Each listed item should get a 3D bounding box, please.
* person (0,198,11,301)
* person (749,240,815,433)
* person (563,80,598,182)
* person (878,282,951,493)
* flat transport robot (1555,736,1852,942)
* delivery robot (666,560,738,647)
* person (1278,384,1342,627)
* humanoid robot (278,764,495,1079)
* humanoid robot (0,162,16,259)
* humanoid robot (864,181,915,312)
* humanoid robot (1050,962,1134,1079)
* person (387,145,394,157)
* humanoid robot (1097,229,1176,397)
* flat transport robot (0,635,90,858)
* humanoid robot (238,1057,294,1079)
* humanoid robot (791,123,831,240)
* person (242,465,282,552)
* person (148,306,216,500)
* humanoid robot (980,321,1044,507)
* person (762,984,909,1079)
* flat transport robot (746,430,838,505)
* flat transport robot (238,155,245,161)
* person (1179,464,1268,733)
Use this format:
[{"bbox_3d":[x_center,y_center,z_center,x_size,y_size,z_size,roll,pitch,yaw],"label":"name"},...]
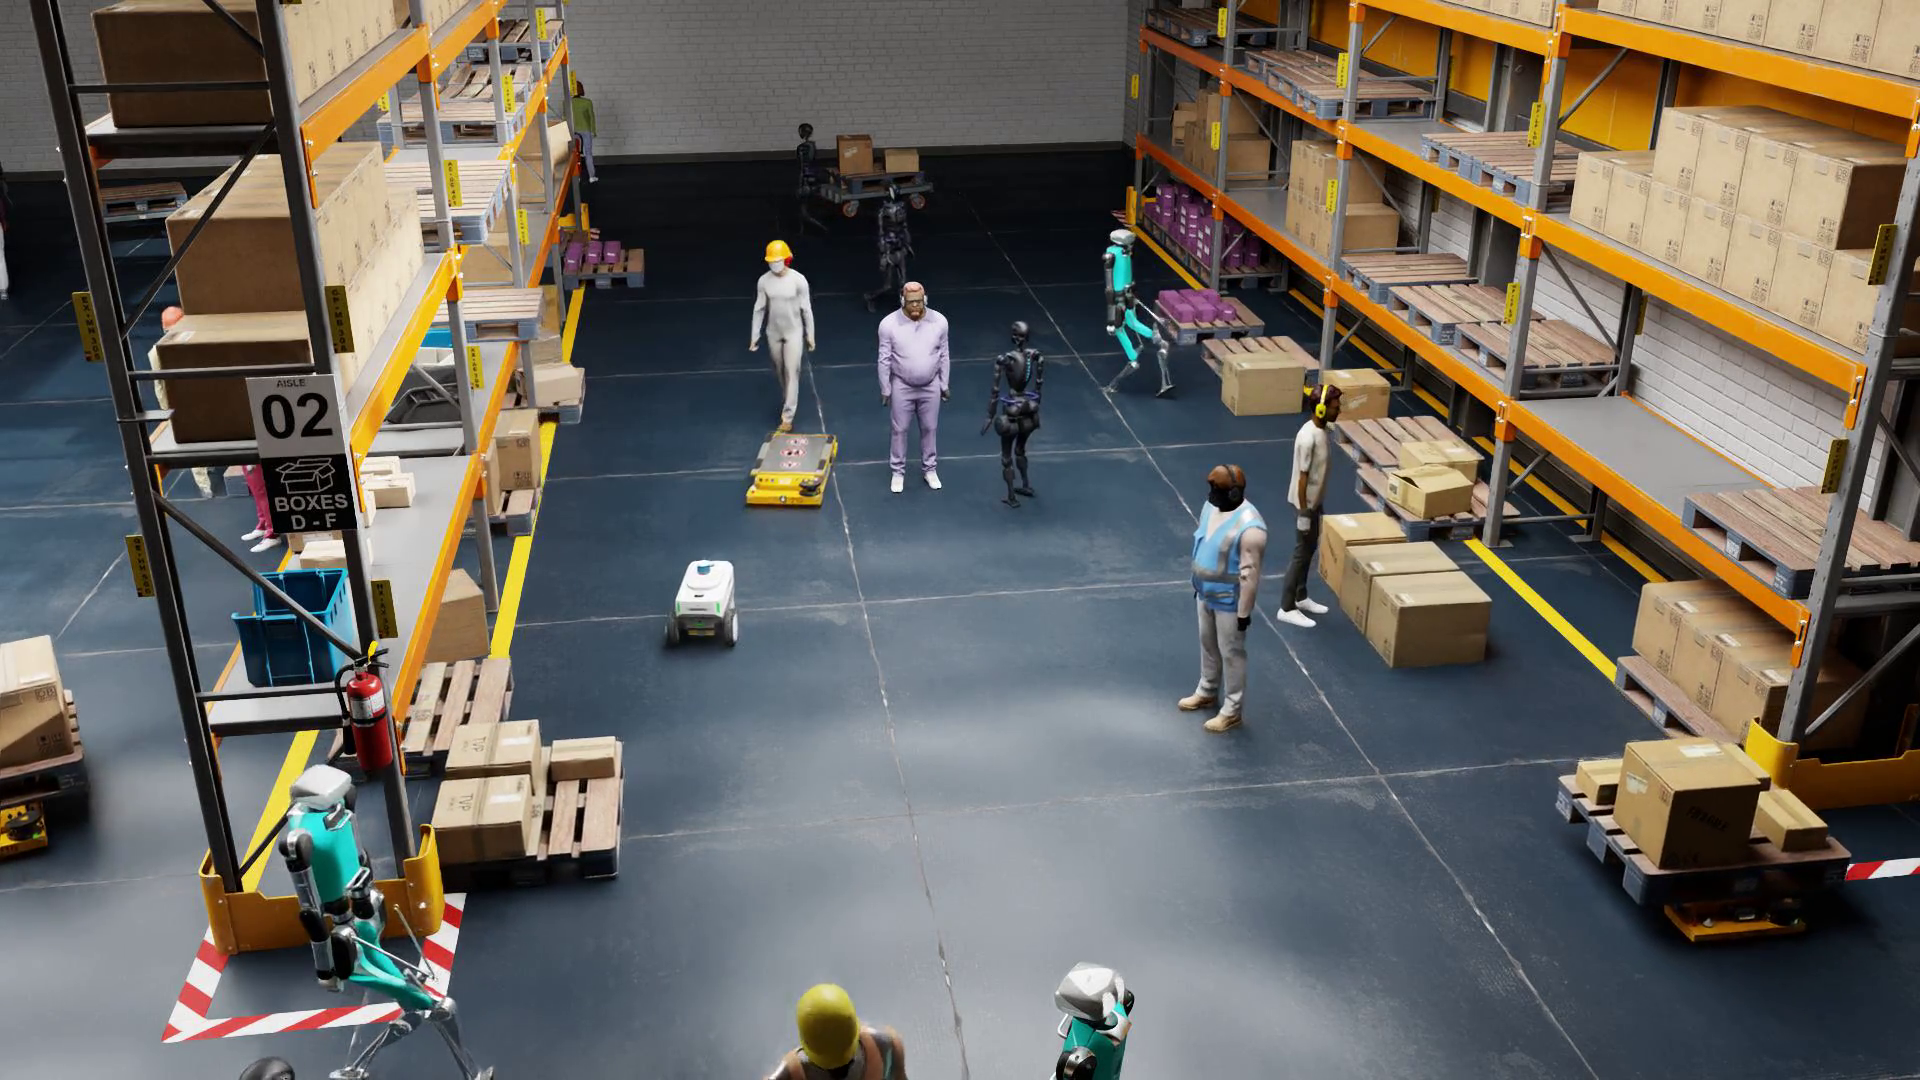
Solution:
[{"bbox_3d":[-12.108,-3.943,20.633,0.490,1.905,0.995,-11,26,-24],"label":"person"},{"bbox_3d":[-1.756,-1.990,16.231,0.604,1.862,0.798,7,25,15],"label":"person"},{"bbox_3d":[-6.192,-6.664,27.158,0.506,1.632,0.279,-1,24,-3],"label":"person"},{"bbox_3d":[-0.394,-1.350,14.719,0.654,1.905,0.411,-5,24,-12],"label":"person"},{"bbox_3d":[4.152,1.797,9.585,0.659,0.231,1.431,-3,24,-7],"label":"flat transport robot"},{"bbox_3d":[-1.884,0.462,12.292,0.499,0.613,0.789,0,24,0],"label":"delivery robot"},{"bbox_3d":[2.601,-0.259,12.292,0.334,1.863,0.522,10,26,22],"label":"person"},{"bbox_3d":[-2.549,1.860,7.669,1.013,1.780,0.531,3,24,6],"label":"humanoid robot"},{"bbox_3d":[-13.074,-4.578,22.366,0.350,1.660,0.612,18,30,36],"label":"humanoid robot"},{"bbox_3d":[-0.840,-3.483,19.888,0.610,1.640,0.609,15,28,30],"label":"humanoid robot"},{"bbox_3d":[0.271,2.312,6.418,0.735,1.677,0.533,11,26,23],"label":"humanoid robot"},{"bbox_3d":[-8.004,-5.389,24.143,0.568,1.732,0.403,0,24,-1],"label":"person"},{"bbox_3d":[1.897,-2.262,17.060,1.001,1.778,0.531,15,28,30],"label":"humanoid robot"},{"bbox_3d":[-5.996,1.545,10.159,0.659,0.231,1.431,-13,27,-27],"label":"flat transport robot"},{"bbox_3d":[-2.426,2.578,6.050,0.589,1.652,0.354,7,25,15],"label":"humanoid robot"},{"bbox_3d":[-2.138,-5.069,23.497,0.617,1.625,0.608,7,25,15],"label":"humanoid robot"},{"bbox_3d":[-5.821,-0.706,13.583,0.281,1.634,0.498,-14,28,-30],"label":"person"},{"bbox_3d":[-6.817,-1.264,14.738,0.566,1.724,0.650,-17,29,-34],"label":"person"},{"bbox_3d":[0.441,-1.109,14.446,0.591,1.655,0.422,-17,29,-33],"label":"humanoid robot"},{"bbox_3d":[-0.415,2.410,6.157,0.619,1.899,0.438,-13,27,-26],"label":"person"},{"bbox_3d":[-1.519,-0.668,15.199,0.659,0.231,1.431,1,24,2],"label":"flat transport robot"},{"bbox_3d":[-9.977,-5.003,25.077,1.431,0.231,0.659,-20,30,-37],"label":"flat transport robot"},{"bbox_3d":[1.722,0.367,10.896,0.429,1.835,0.622,-10,25,-21],"label":"person"}]
